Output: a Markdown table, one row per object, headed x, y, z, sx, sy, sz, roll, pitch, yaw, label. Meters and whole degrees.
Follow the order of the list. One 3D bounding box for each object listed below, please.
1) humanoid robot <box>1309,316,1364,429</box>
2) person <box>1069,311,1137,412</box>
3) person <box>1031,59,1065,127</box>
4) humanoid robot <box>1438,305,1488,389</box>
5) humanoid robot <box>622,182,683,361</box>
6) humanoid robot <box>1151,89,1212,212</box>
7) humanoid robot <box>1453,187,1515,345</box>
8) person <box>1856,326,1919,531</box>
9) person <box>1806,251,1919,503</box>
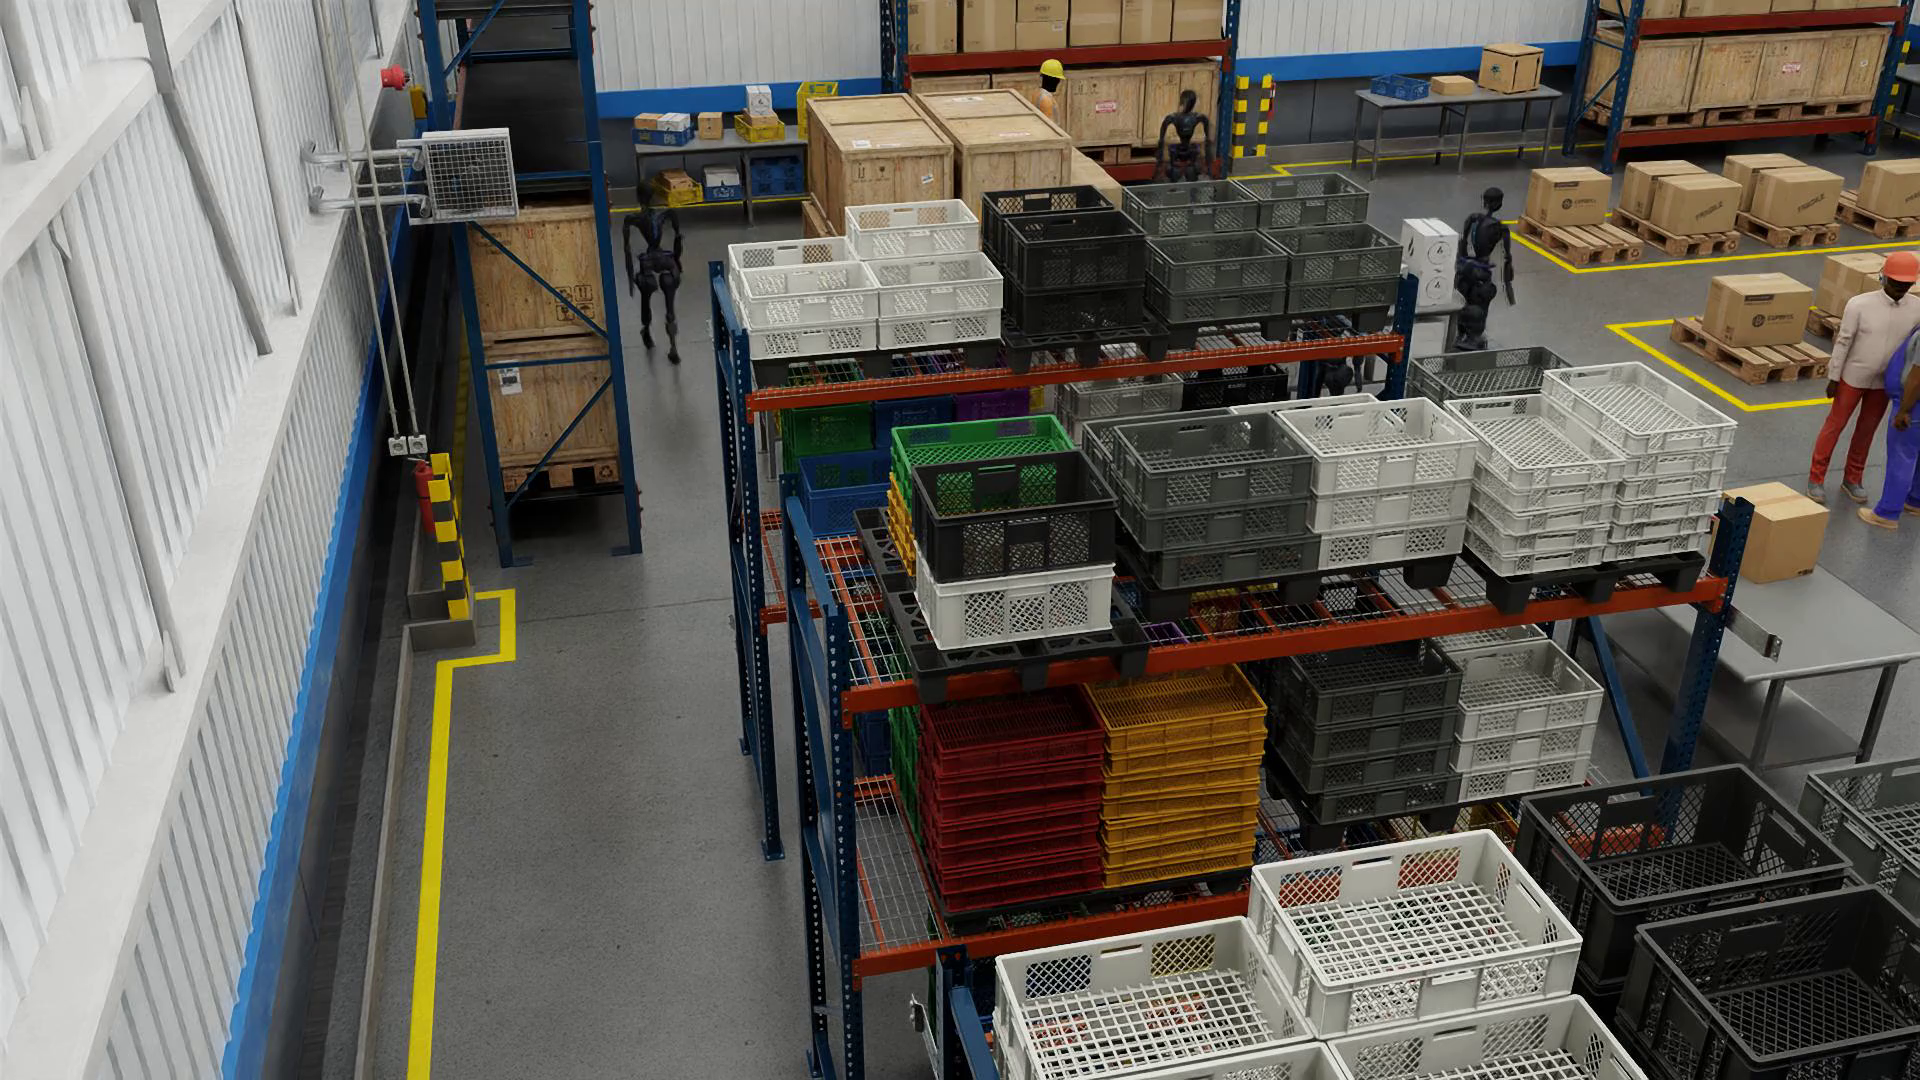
| x | y | z | sx | sy | sz | roll | pitch | yaw | label |
| --- | --- | --- | --- | --- | --- | --- | --- | --- | --- |
| 2.959 | -1.430 | 13.232 | 0.332 | 1.657 | 0.599 | -20 | 34 | -33 | humanoid robot |
| 1.109 | -1.385 | 12.942 | 0.573 | 1.884 | 0.356 | 15 | 31 | 26 | person |
| 0.970 | -4.408 | 18.642 | 0.375 | 1.917 | 0.584 | -4 | 28 | -8 | person |
| 3.693 | -0.932 | 12.298 | 0.653 | 1.645 | 0.339 | -25 | 37 | -39 | humanoid robot |
| -2.802 | -2.494 | 15.318 | 0.563 | 1.626 | 0.748 | -9 | 29 | -17 | humanoid robot |
| 2.469 | -4.192 | 18.495 | 0.676 | 1.641 | 0.364 | -1 | 28 | -1 | humanoid robot |
| 4.747 | -2.366 | 15.018 | 0.413 | 1.643 | 0.631 | -11 | 30 | -20 | humanoid robot |
| 7.037 | -1.069 | 12.177 | 0.682 | 2.000 | 0.536 | -16 | 32 | -28 | person |
| 6.845 | -1.217 | 12.506 | 0.610 | 1.993 | 0.393 | 1 | 28 | 3 | person |
